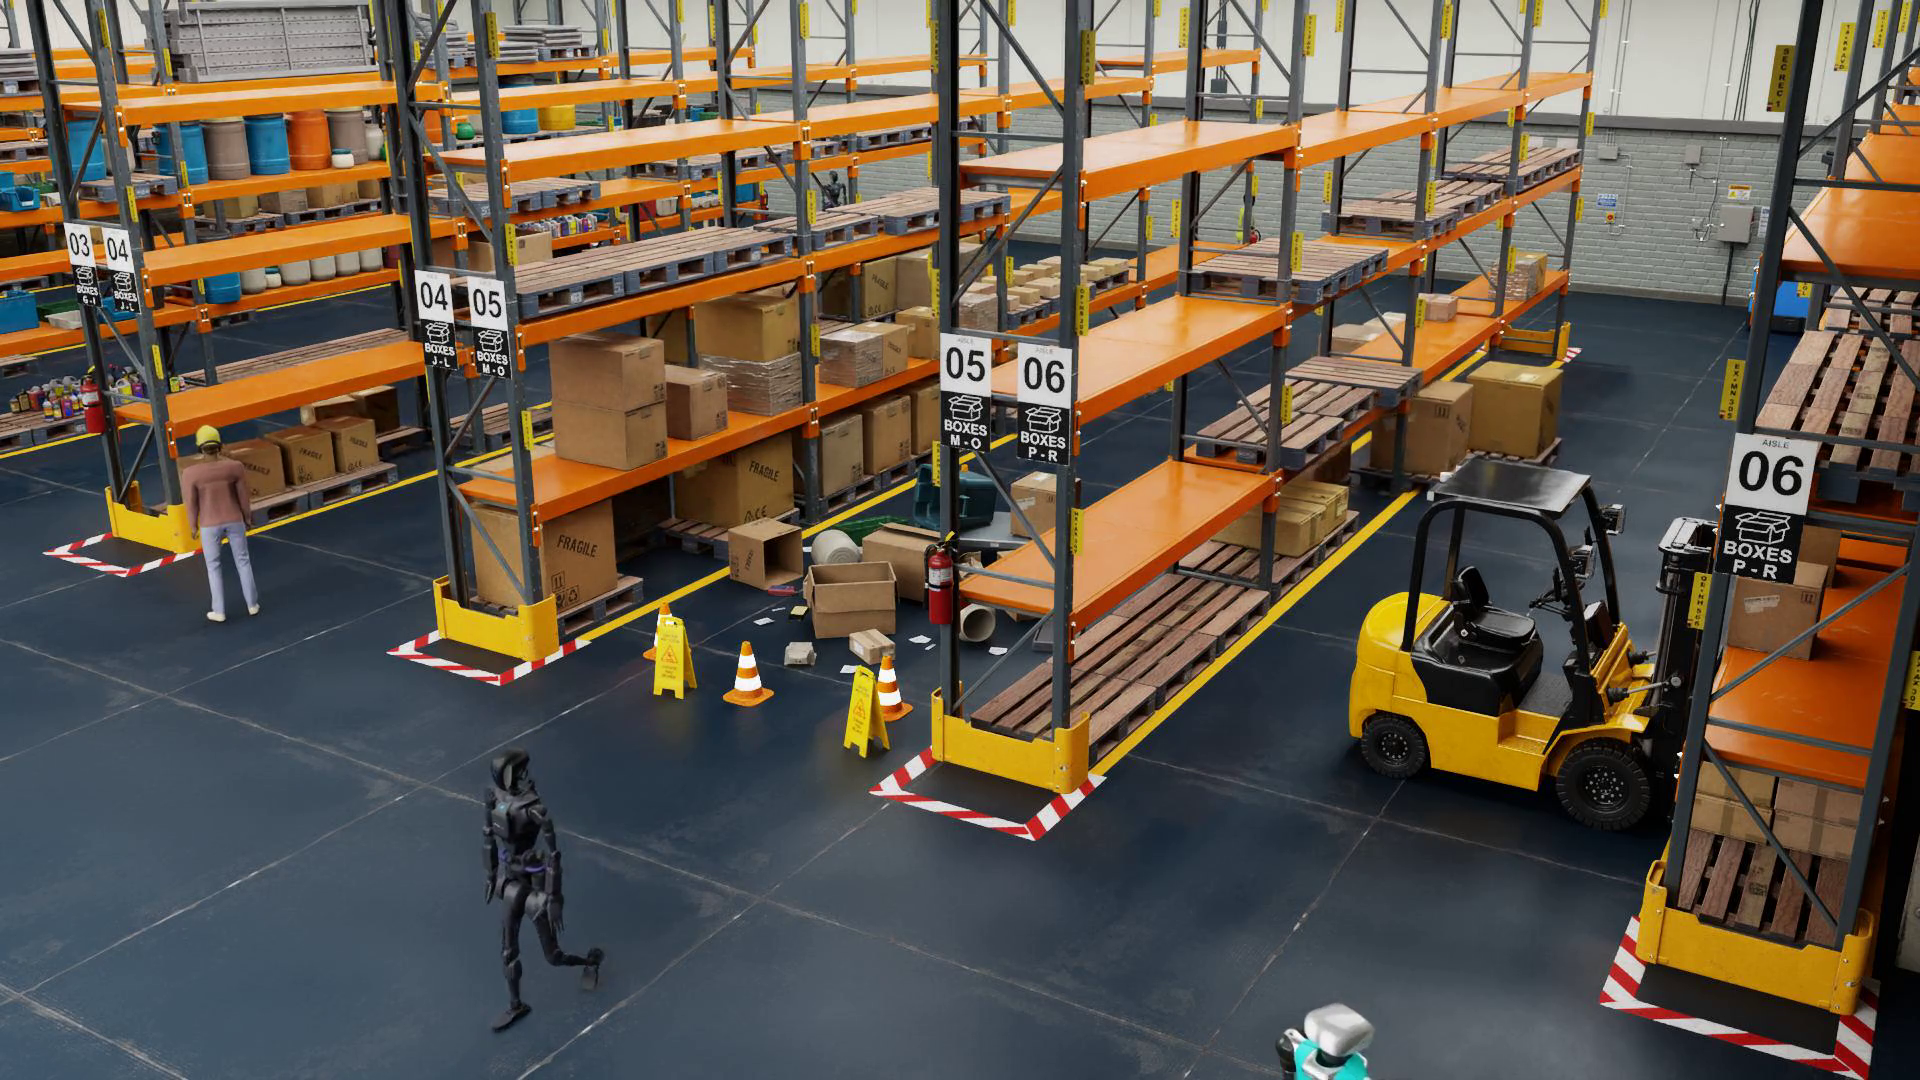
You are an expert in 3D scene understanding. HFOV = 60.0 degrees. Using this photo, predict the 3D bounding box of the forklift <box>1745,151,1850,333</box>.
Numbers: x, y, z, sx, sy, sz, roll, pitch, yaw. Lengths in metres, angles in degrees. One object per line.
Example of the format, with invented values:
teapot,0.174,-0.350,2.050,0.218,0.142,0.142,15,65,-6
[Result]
forklift,13.620,-4.667,26.137,1.873,2.768,1.129,11,22,29

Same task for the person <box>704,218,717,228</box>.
person,-5.241,-7.062,34.864,0.489,1.688,0.352,-6,20,-17

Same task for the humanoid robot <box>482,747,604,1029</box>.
humanoid robot,-2.330,1.851,9.146,0.610,1.637,0.691,12,23,32

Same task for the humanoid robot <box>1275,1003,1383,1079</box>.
humanoid robot,1.674,2.631,6.849,0.814,1.816,0.530,-14,24,-35

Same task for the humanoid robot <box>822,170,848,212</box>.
humanoid robot,-2.556,-6.702,33.856,0.609,1.642,0.531,-10,22,-27

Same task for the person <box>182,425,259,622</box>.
person,-6.582,-0.155,14.798,0.533,1.753,0.382,-14,24,-35

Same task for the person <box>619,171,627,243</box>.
person,-6.499,-6.331,32.626,0.560,1.745,0.940,2,19,5

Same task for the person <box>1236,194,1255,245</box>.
person,5.207,-5.506,30.359,0.319,1.690,0.538,-2,19,-6

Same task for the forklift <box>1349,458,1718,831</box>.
forklift,3.988,0.658,11.776,2.313,2.155,1.214,11,22,29
